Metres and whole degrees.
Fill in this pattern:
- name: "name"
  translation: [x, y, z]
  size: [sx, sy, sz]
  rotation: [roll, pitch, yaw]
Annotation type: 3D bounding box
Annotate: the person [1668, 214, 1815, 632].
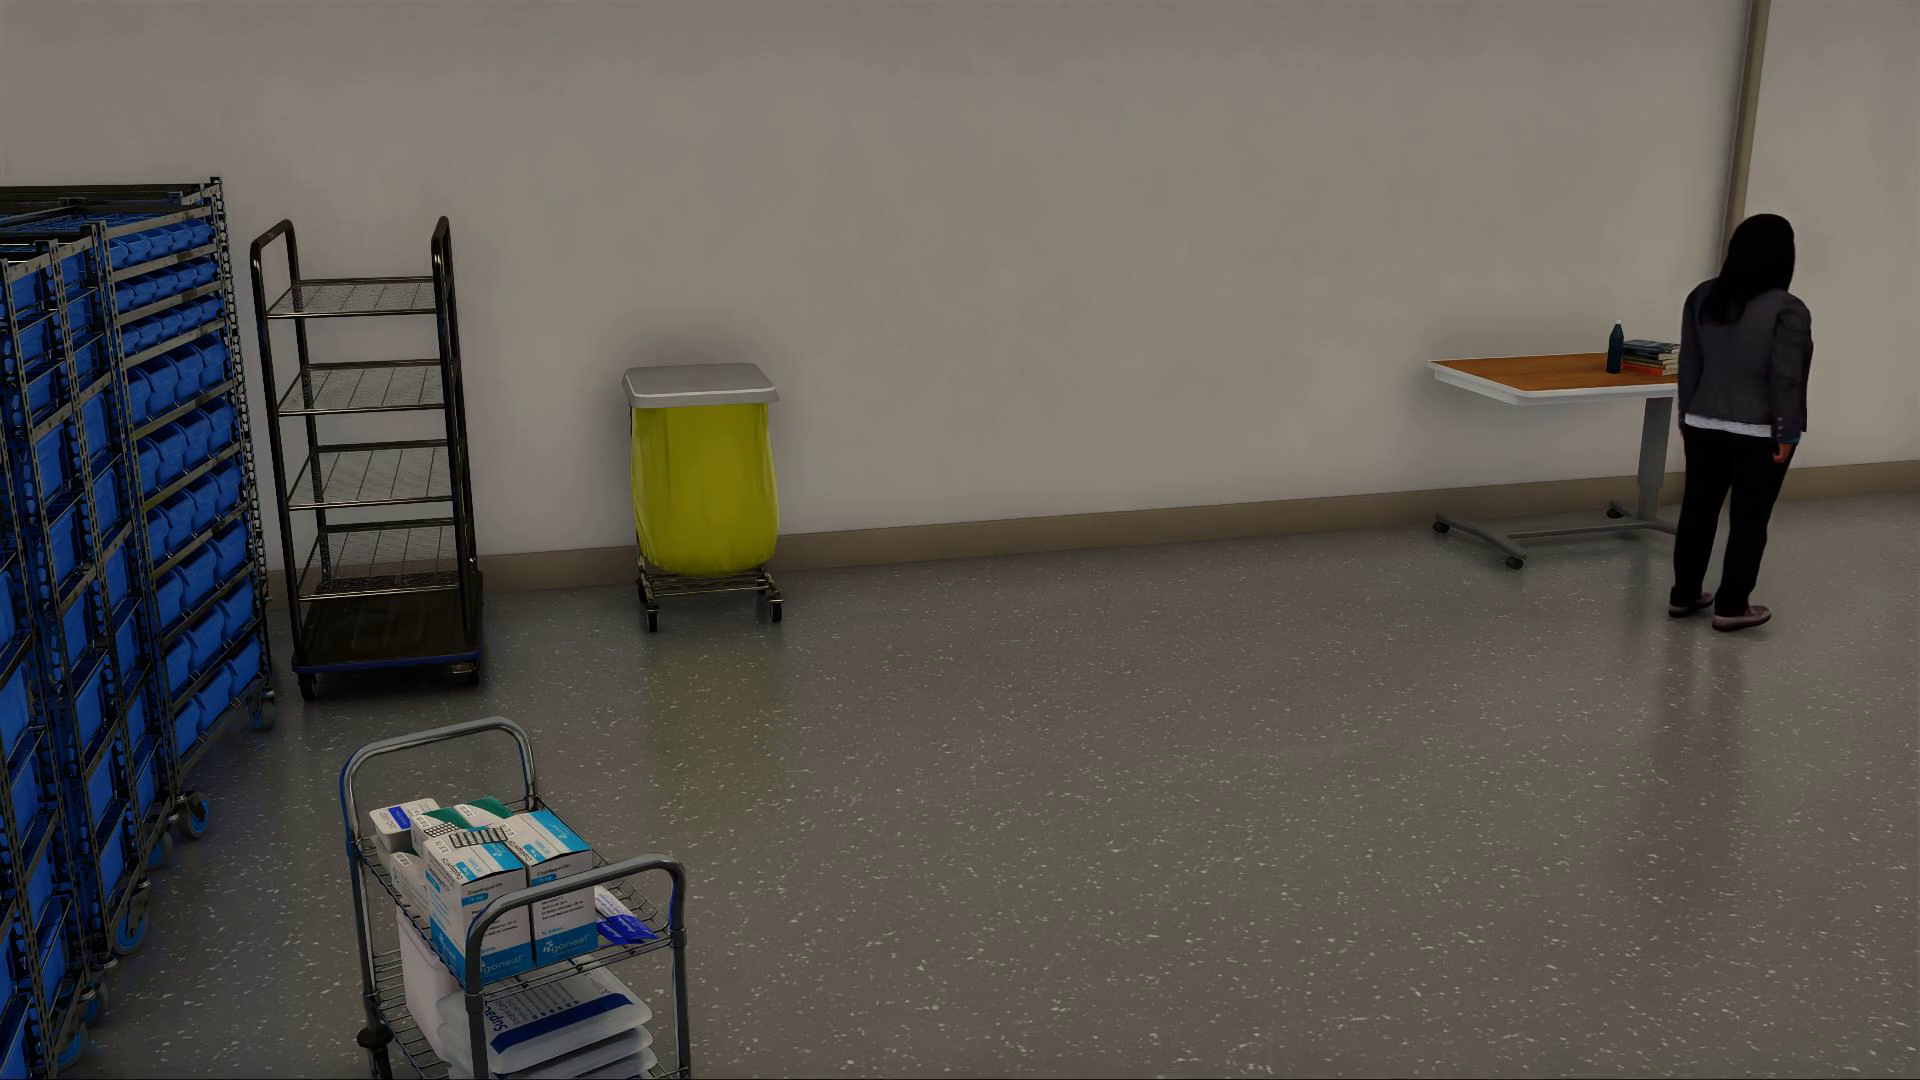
- name: "person"
  translation: [2.997, -0.447, 6.411]
  size: [0.750, 1.599, 0.746]
  rotation: [-10, 18, -30]
